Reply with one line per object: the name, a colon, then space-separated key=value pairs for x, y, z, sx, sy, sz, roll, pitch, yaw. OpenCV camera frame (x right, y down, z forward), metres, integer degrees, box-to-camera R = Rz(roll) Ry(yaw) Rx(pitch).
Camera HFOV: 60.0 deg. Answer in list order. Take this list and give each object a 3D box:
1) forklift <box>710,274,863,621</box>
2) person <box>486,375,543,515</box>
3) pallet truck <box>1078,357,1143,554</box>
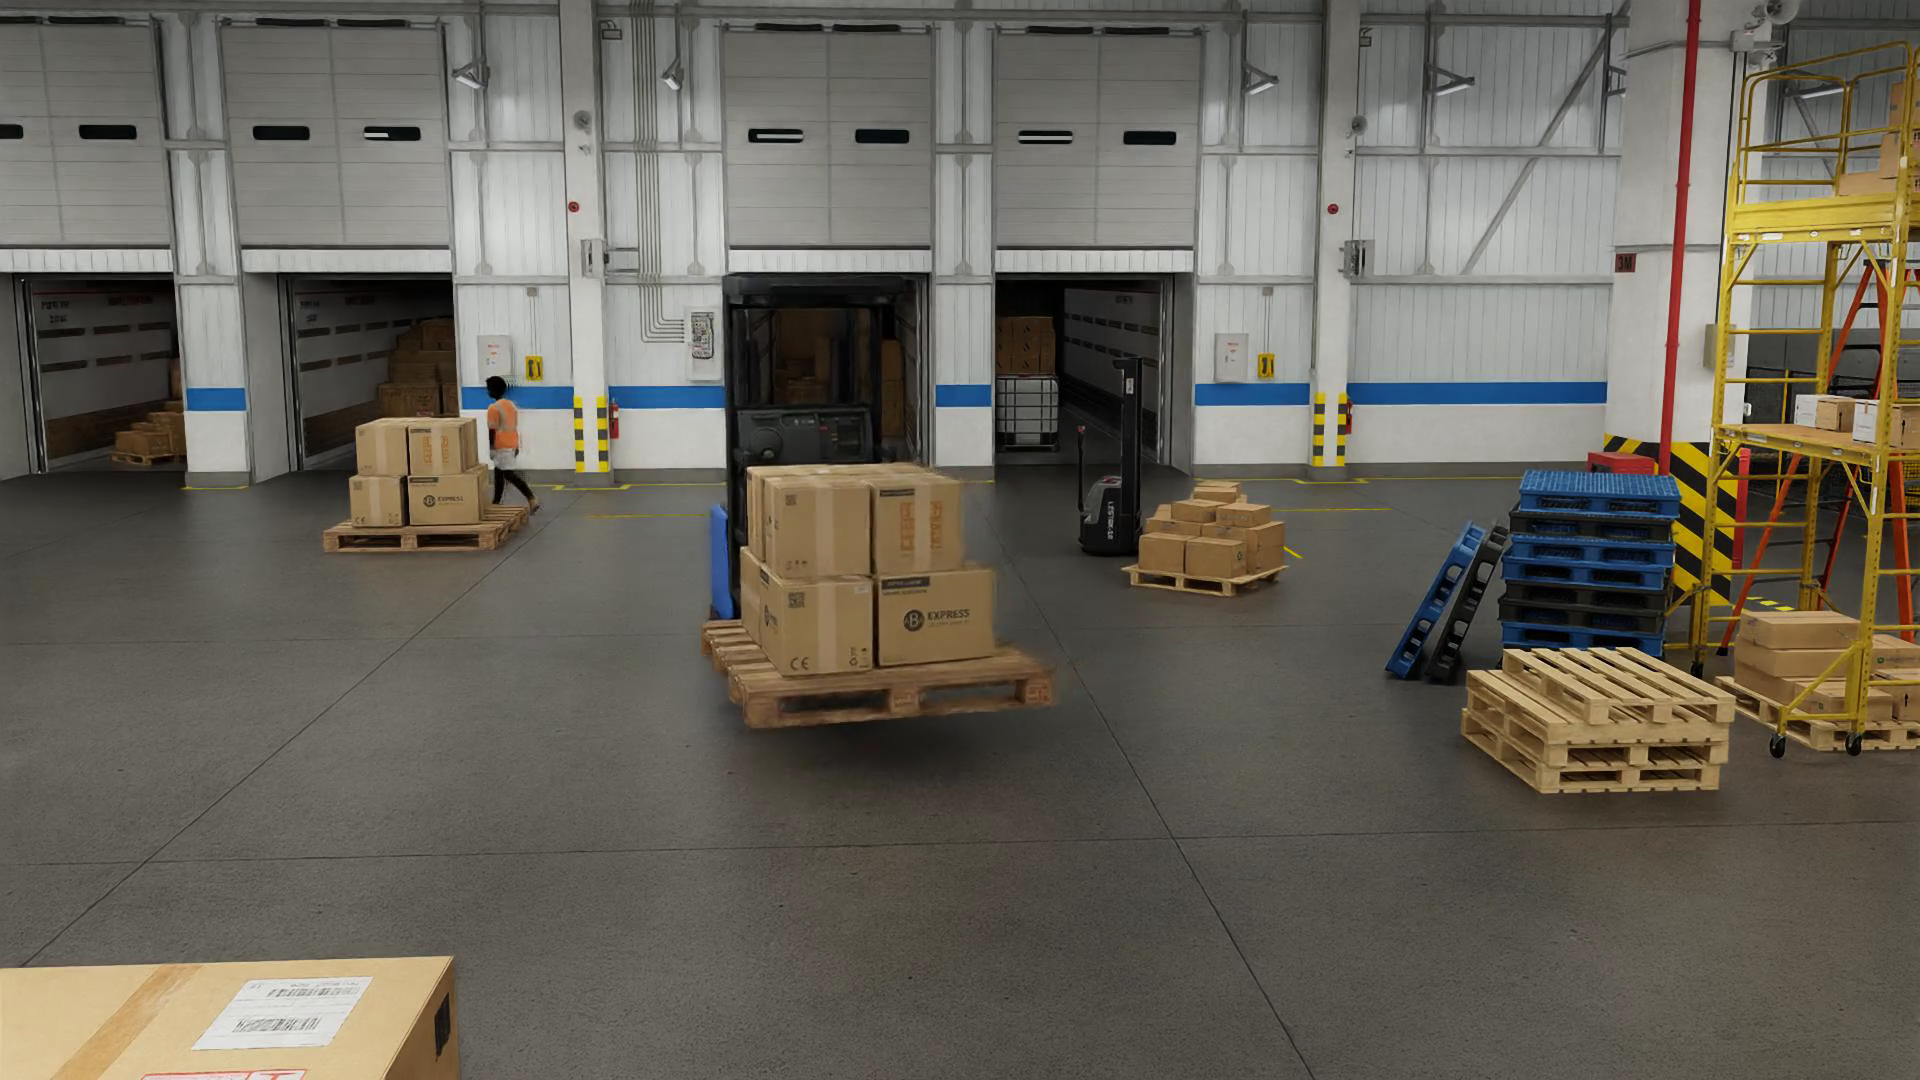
forklift: x=-1.167 y=-0.500 z=11.887 sx=1.129 sy=2.768 sz=1.873 roll=-3 pitch=9 yaw=-16
person: x=-5.280 y=-1.100 z=19.478 sx=0.816 sy=1.669 sz=0.541 roll=2 pitch=9 yaw=11
pallet truck: x=2.088 y=-0.836 z=16.757 sx=1.885 sy=1.965 sz=0.823 roll=2 pitch=9 yaw=13
